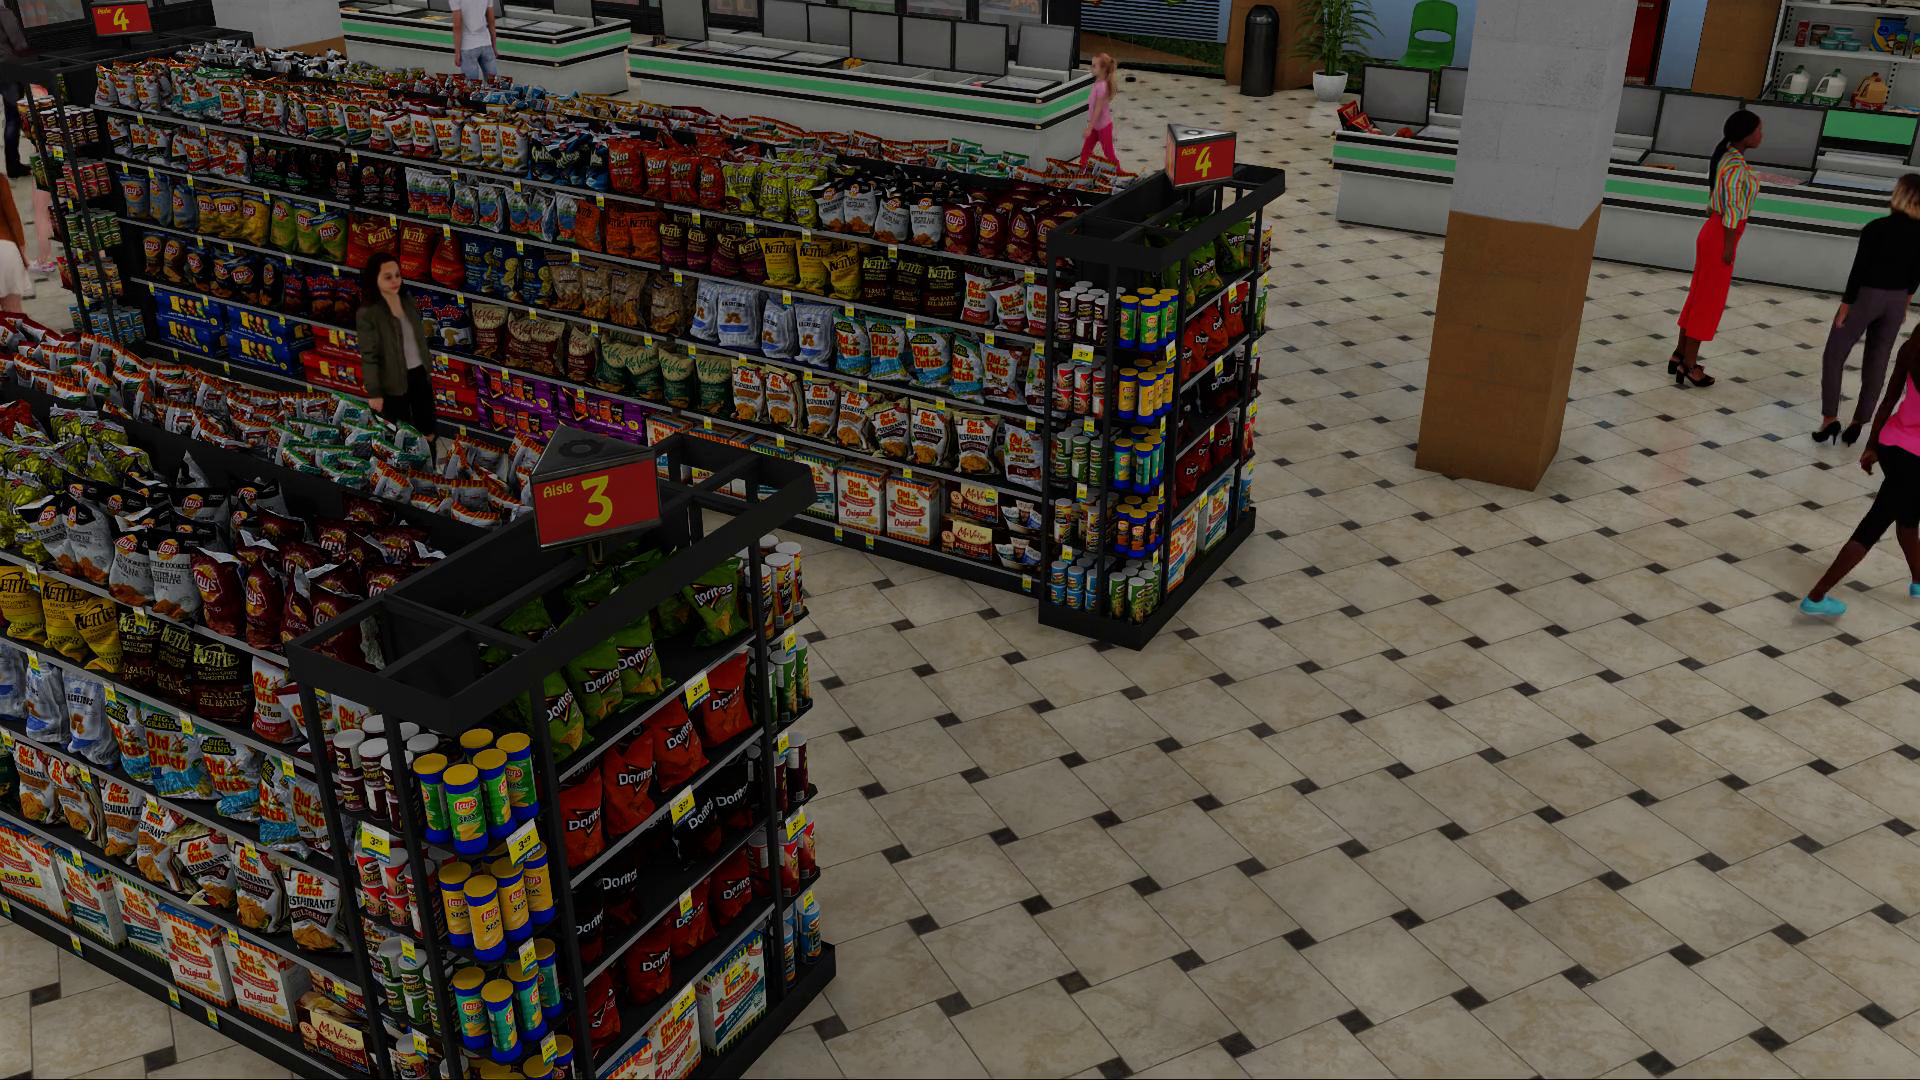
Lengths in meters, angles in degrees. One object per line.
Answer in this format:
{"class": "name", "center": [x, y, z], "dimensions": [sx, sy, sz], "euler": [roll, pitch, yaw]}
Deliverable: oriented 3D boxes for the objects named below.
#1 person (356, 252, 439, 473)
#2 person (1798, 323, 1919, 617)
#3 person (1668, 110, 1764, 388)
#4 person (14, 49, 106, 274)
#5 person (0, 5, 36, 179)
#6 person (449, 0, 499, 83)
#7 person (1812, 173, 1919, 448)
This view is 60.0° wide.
{"class": "person", "center": [-3.112, -0.872, 9.168], "dimensions": [0.850, 1.461, 0.631], "euler": [18, 32, 31]}
{"class": "person", "center": [4.437, -0.355, 7.920], "dimensions": [1.159, 1.668, 1.088], "euler": [-6, 28, -12]}
{"class": "person", "center": [4.921, -1.893, 10.814], "dimensions": [0.647, 1.793, 0.662], "euler": [4, 27, 8]}
{"class": "person", "center": [-6.887, -2.885, 12.850], "dimensions": [0.993, 1.721, 0.706], "euler": [7, 28, 14]}
{"class": "person", "center": [-8.977, -4.319, 15.510], "dimensions": [1.017, 1.872, 0.831], "euler": [11, 29, 20]}
{"class": "person", "center": [-4.882, -4.960, 16.797], "dimensions": [0.601, 1.851, 0.683], "euler": [21, 34, 36]}
{"class": "person", "center": [5.417, -1.332, 9.844], "dimensions": [0.647, 1.670, 0.759], "euler": [-1, 27, -1]}
